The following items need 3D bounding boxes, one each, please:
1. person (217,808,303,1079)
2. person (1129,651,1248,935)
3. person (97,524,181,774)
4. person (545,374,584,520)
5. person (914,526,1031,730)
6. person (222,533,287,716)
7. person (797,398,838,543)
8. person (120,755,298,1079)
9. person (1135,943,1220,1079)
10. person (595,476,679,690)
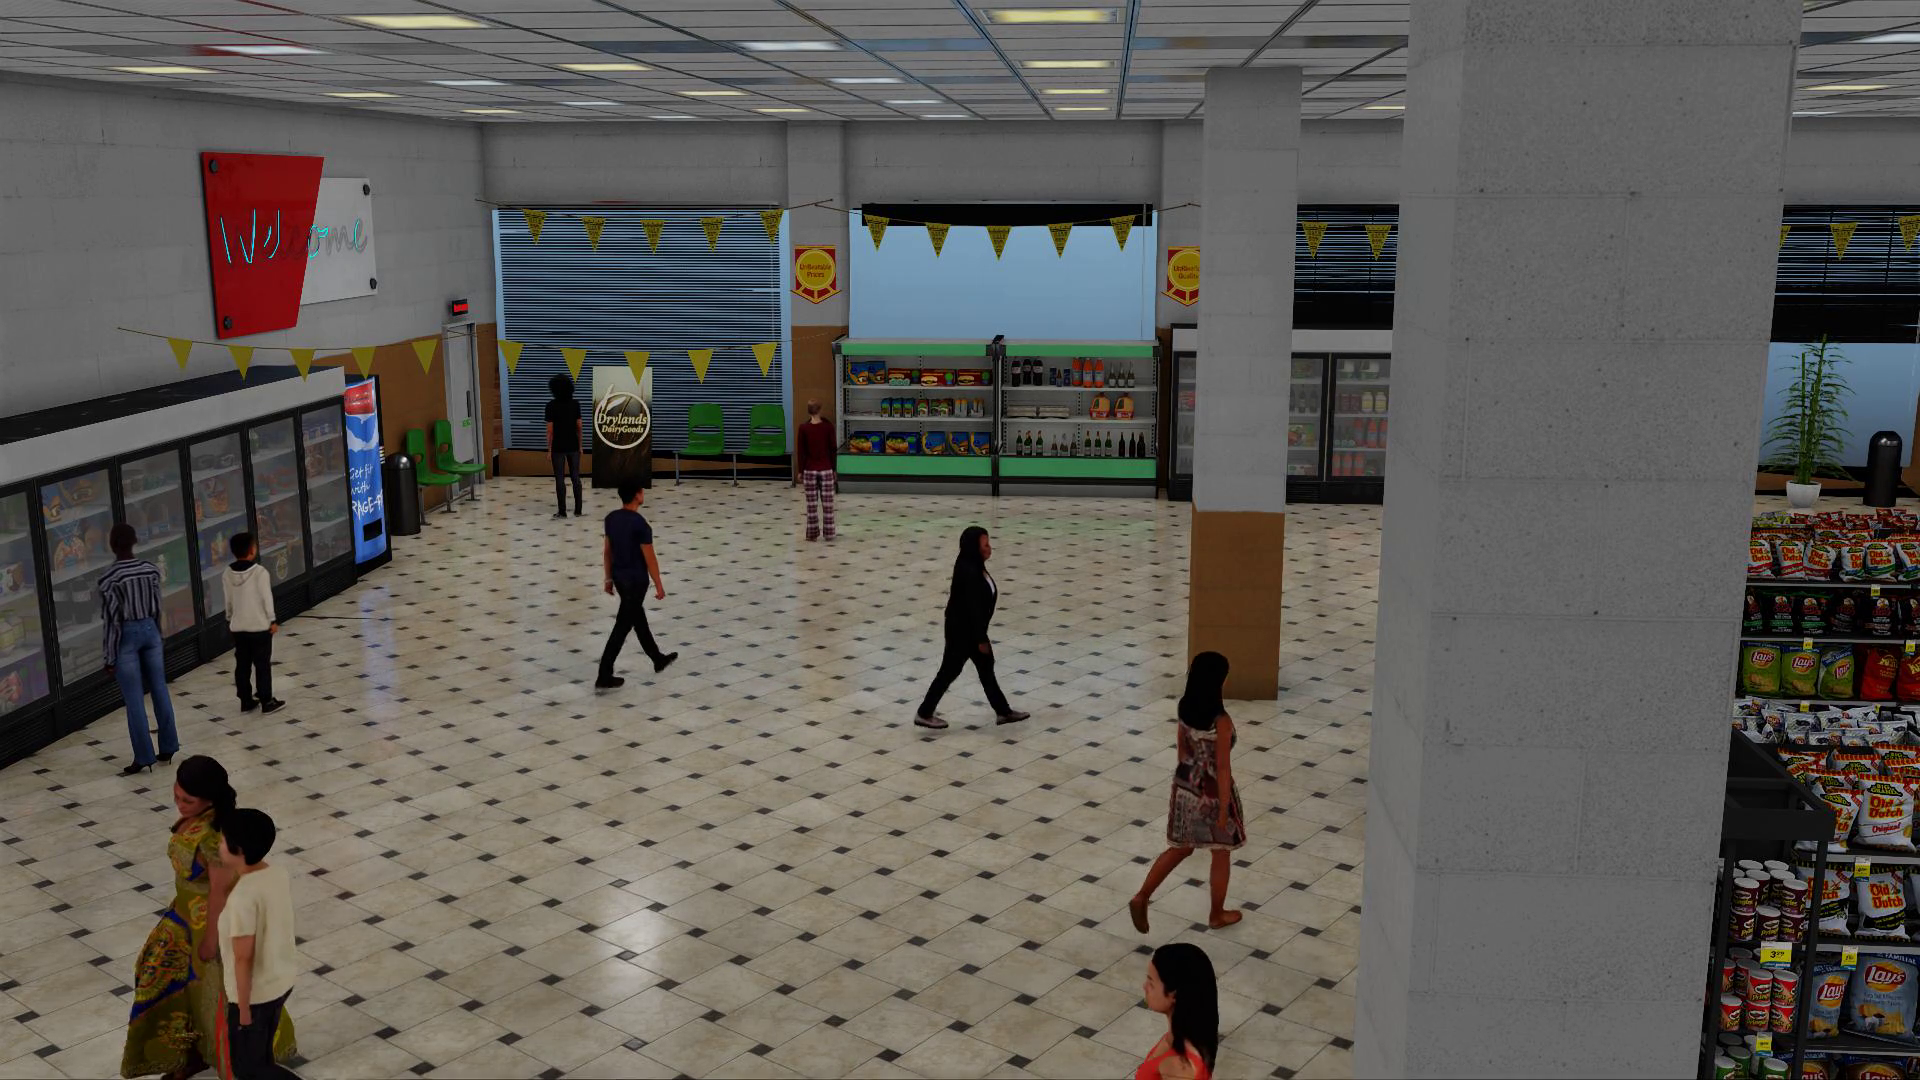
[{"bbox_3d":[-2.874,1.892,6.980,0.867,1.572,0.627,0,12,1],"label":"person"},{"bbox_3d":[1.261,1.419,9.100,1.108,1.625,1.024,-8,15,-35],"label":"person"},{"bbox_3d":[-5.843,0.764,11.799,0.669,1.794,0.701,5,13,24],"label":"person"},{"bbox_3d":[-4.985,-1.191,20.989,0.674,1.833,0.767,-7,14,-31],"label":"person"},{"bbox_3d":[-0.030,0.712,12.600,1.125,1.567,0.700,0,12,1],"label":"person"},{"bbox_3d":[-5.600,0.661,13.117,0.524,1.452,0.676,3,12,15],"label":"person"},{"bbox_3d":[-1.674,-0.831,19.600,0.517,1.701,0.718,-2,12,-9],"label":"person"},{"bbox_3d":[-3.298,1.733,7.608,1.162,1.625,1.096,-8,14,-33],"label":"person"},{"bbox_3d":[0.784,2.135,5.489,0.731,1.711,0.636,2,12,11],"label":"person"},{"bbox_3d":[-2.781,0.395,13.694,1.191,1.737,1.122,9,15,37],"label":"person"}]
